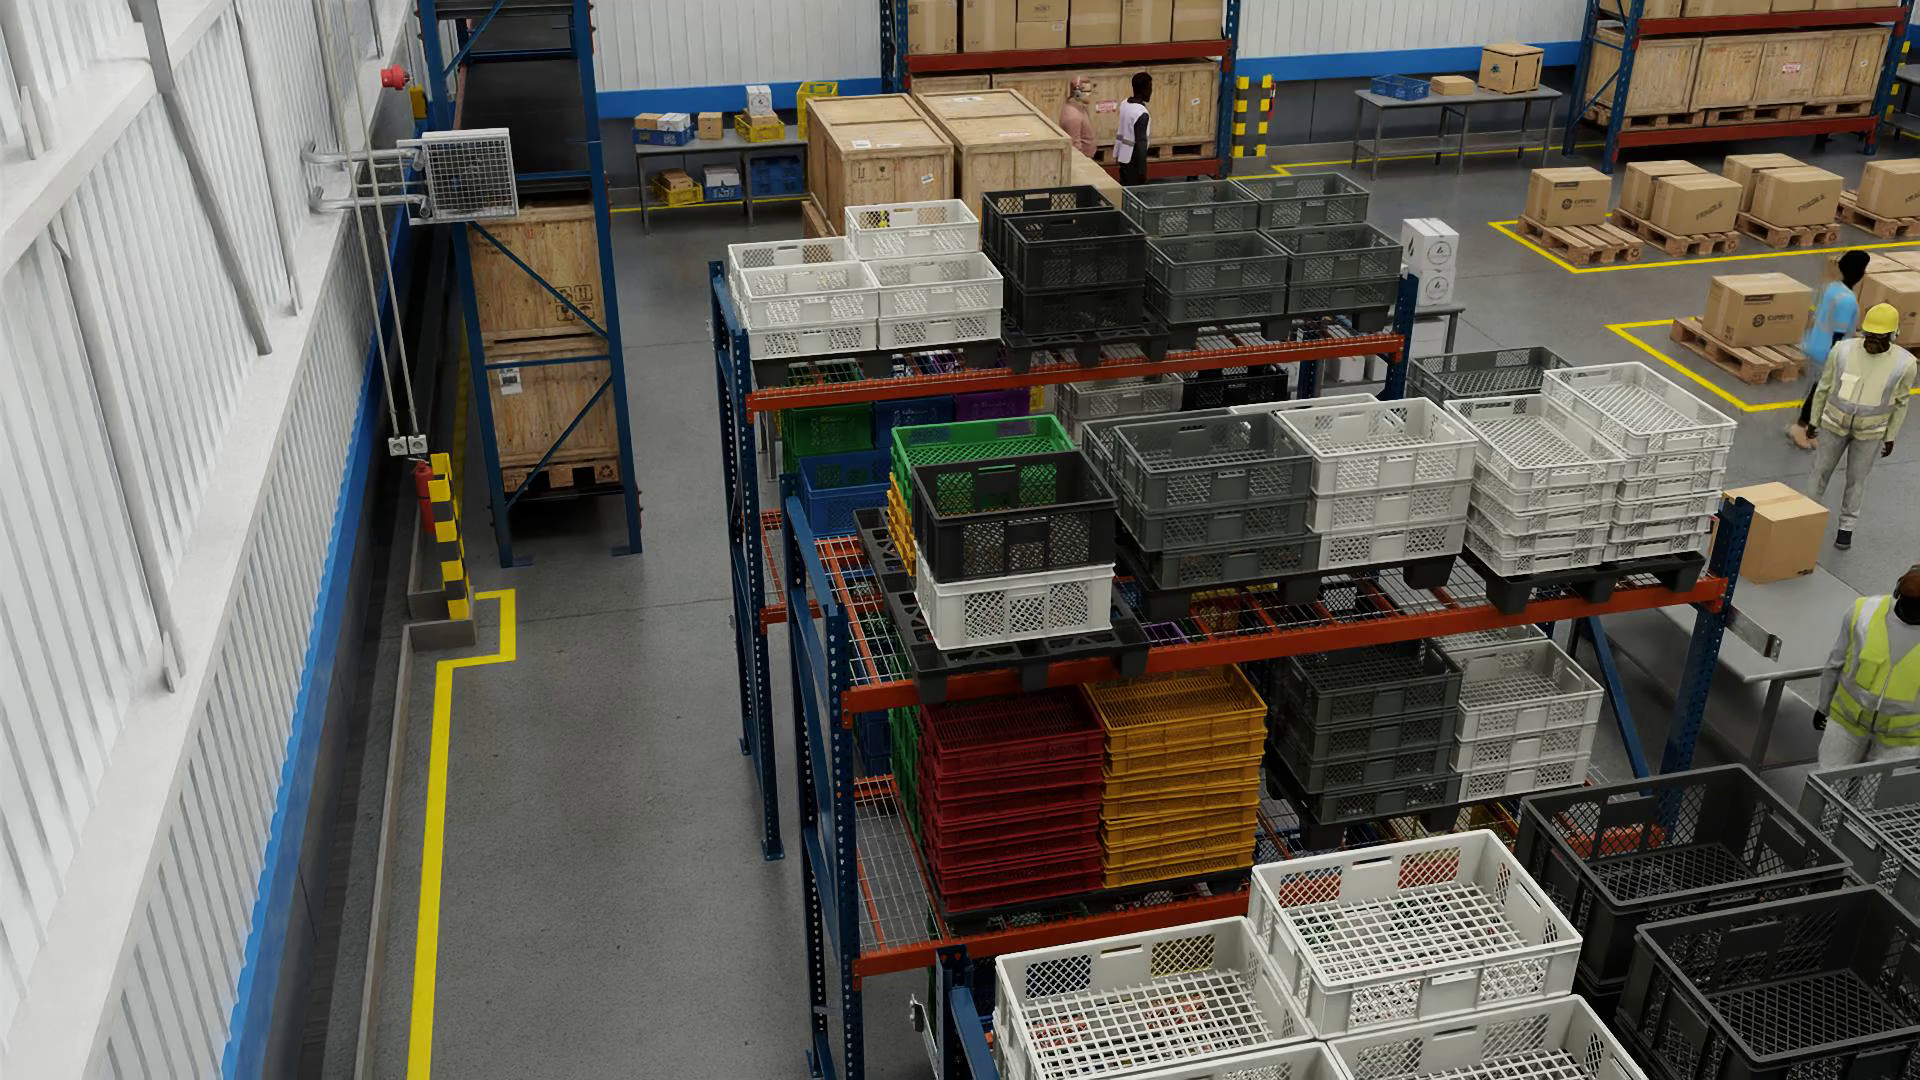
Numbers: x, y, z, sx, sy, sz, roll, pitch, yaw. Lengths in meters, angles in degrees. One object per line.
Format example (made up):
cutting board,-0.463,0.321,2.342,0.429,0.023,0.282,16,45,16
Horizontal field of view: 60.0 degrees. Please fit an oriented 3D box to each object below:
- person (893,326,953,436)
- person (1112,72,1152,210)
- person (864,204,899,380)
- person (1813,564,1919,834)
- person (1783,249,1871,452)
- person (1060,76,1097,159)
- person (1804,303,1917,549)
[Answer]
person,-0.276,-0.939,12.081,0.586,1.882,0.342,-23,36,-37
person,1.870,-4.115,18.085,0.389,1.911,0.591,-8,29,-14
person,-0.638,-1.902,13.924,0.311,1.869,0.533,-8,29,-15
person,4.723,0.943,8.559,0.626,1.842,0.429,20,34,33
person,7.024,-1.515,13.405,0.366,1.668,0.556,7,28,12
person,1.266,-4.031,17.925,0.403,1.906,0.651,0,28,1
person,6.399,-0.823,11.914,0.599,1.832,0.404,17,32,30
